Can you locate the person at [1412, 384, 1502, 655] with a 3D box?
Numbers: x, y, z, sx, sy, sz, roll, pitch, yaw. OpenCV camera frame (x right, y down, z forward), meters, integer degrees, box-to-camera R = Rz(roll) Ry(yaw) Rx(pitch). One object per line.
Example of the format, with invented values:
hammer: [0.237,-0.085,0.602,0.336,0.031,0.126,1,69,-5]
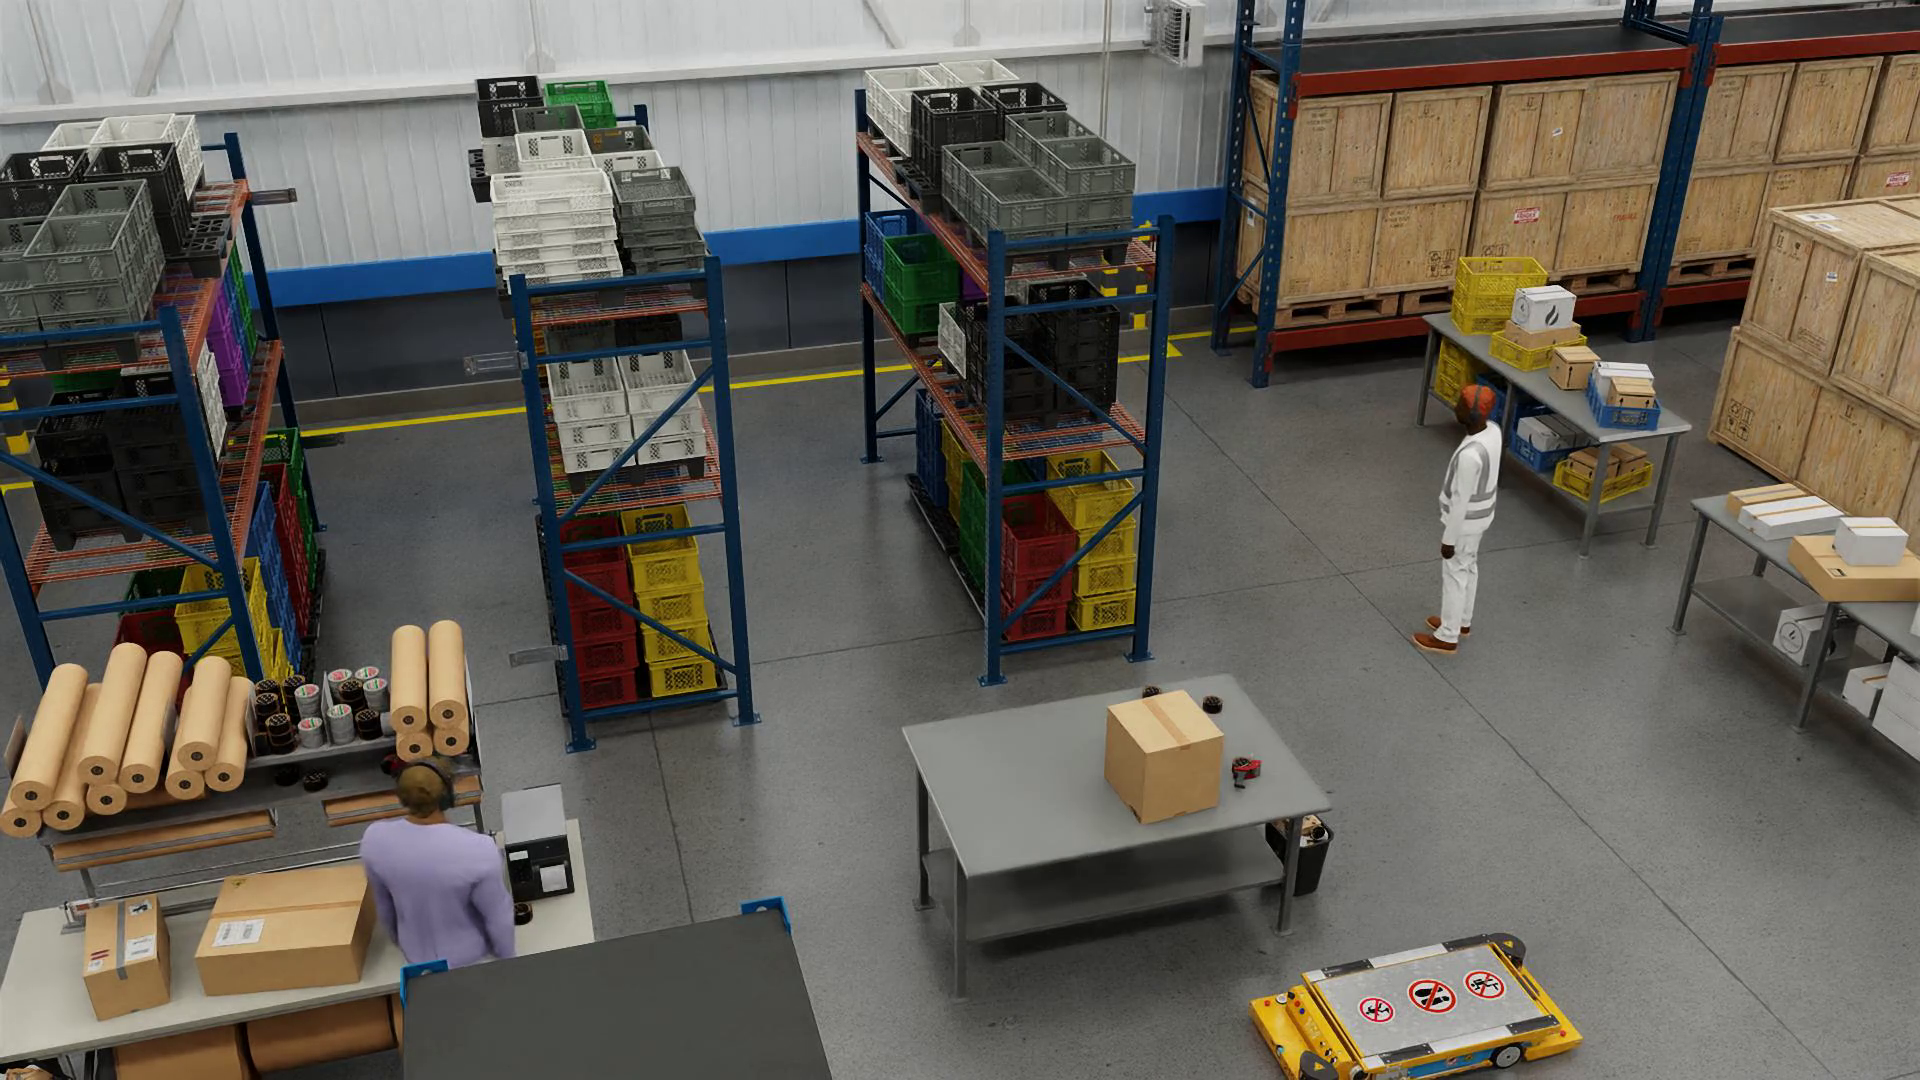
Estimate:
person: [3.239,-0.127,10.717,0.360,1.878,0.579,16,33,27]

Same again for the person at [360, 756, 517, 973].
person: [-2.206,1.767,7.213,0.626,1.930,0.371,6,29,10]

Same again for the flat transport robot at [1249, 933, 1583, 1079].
flat transport robot: [2.184,2.282,7.980,1.431,0.197,0.652,-8,30,-14]
